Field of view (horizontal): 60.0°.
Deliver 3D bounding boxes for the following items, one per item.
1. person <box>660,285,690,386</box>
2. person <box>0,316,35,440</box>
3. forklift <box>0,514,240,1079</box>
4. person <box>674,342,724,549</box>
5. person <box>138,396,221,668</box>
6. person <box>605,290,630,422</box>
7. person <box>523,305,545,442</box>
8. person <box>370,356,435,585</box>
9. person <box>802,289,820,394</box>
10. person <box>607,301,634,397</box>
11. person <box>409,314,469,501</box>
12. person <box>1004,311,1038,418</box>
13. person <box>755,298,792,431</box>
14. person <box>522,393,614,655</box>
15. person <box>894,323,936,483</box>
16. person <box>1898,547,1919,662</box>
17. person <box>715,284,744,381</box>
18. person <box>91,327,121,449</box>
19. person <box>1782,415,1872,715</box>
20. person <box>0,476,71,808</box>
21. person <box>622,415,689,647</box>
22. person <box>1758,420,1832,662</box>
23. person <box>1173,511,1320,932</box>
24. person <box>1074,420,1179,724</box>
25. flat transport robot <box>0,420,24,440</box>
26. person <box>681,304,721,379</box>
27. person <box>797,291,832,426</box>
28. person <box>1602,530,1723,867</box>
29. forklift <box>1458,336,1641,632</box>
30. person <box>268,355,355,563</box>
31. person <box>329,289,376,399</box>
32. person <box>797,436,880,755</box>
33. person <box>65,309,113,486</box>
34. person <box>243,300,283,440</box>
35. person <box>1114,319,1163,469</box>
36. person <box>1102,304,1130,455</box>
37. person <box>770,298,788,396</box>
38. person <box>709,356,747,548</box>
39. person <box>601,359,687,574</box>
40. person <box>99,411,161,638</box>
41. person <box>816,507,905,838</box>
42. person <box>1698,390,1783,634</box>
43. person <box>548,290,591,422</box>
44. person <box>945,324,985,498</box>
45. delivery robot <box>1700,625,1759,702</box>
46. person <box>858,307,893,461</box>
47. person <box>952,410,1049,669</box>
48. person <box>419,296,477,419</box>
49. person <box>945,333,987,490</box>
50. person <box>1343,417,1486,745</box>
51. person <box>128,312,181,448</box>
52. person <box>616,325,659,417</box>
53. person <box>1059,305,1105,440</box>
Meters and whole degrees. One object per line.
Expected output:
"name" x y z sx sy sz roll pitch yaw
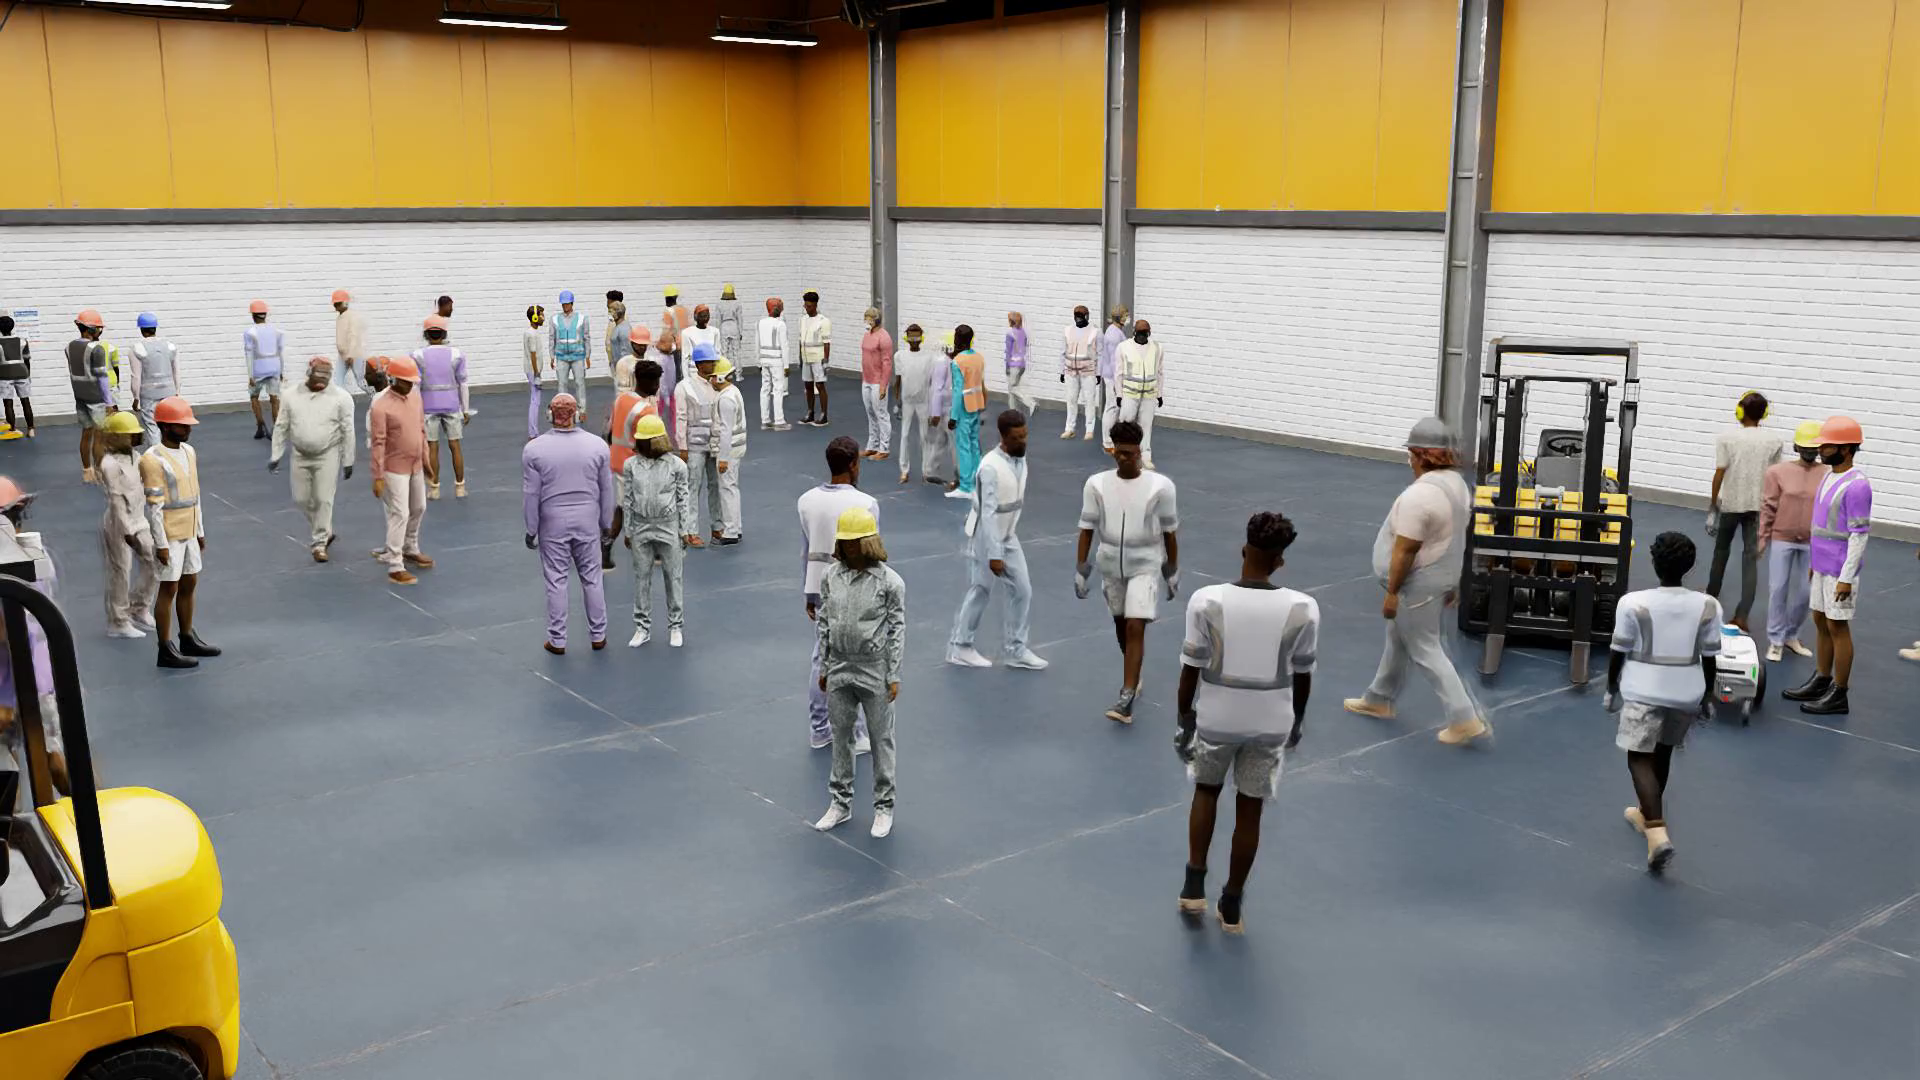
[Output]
"person" -4.566 -3.098 26.500 0.460 1.910 0.619 5 13 24
"person" -12.977 -2.215 22.769 0.319 1.696 0.532 9 15 38
"forklift" -3.687 1.115 5.480 2.313 2.155 1.214 -9 15 -36
"person" -2.423 -0.906 15.827 0.607 1.951 0.378 -10 15 -39
"person" -5.527 -0.058 11.801 0.399 1.928 0.542 1 12 6
"person" -5.001 -2.672 24.322 0.367 1.966 0.606 -6 13 -29
"person" -5.722 -2.232 22.457 0.331 1.863 0.508 -3 12 -15
"person" -4.854 -0.629 14.477 0.600 1.964 0.848 4 12 17
"person" -2.473 -3.323 28.013 0.405 1.774 0.554 -3 12 -14
"person" -4.527 -2.245 22.352 0.357 1.932 0.629 -4 12 -17
"person" -5.695 -1.445 18.214 0.614 2.038 0.396 -5 13 -22
"person" 0.887 -2.586 24.732 0.620 1.626 0.515 7 14 32
"person" -2.663 -2.502 23.699 0.581 1.882 0.339 9 15 37
"person" -2.855 -0.118 12.134 0.654 1.904 0.407 -5 13 -23
"person" -0.519 -1.589 19.352 0.507 1.864 0.331 1 12 4
"person" 7.009 -0.031 11.867 0.506 1.842 0.348 -9 15 -37
"person" -4.155 -3.734 29.990 0.487 1.744 0.312 0 12 0
"person" -11.321 -2.035 21.895 0.536 1.696 0.322 -11 16 -41
"person" 5.599 0.161 10.707 0.377 1.936 0.549 2 12 7
"person" -4.550 0.686 8.029 0.679 2.004 0.769 11 16 43
"person" -2.243 -0.062 12.267 0.493 1.738 0.321 0 12 1
"person" 6.009 0.005 11.915 0.539 1.754 0.422 4 12 19
"person" 1.290 0.815 7.574 0.638 1.931 0.509 1 12 7
"person" 1.068 0.176 10.699 0.635 1.907 1.023 5 13 21
"flat transport robot" -13.583 -1.455 22.559 1.431 0.197 0.652 -10 15 -39
"person" -3.479 -2.233 22.427 0.579 1.878 0.352 -8 14 -34
"person" -2.122 -2.632 24.161 0.606 1.958 0.374 10 15 41
"person" 3.539 0.783 8.359 0.537 1.663 0.818 1 12 3
"forklift" 4.683 -0.471 13.136 1.214 2.155 2.313 4 12 20
"person" -5.924 -0.752 15.258 0.737 1.878 0.578 -1 12 -5
"person" -9.040 -2.754 24.779 0.618 1.965 0.985 9 15 37
"person" -0.725 0.337 9.935 0.593 1.911 0.384 9 15 38
"person" -9.969 -1.632 19.160 0.612 2.030 0.410 6 13 28
"person" -9.480 -2.302 22.653 0.552 1.923 0.500 -11 16 -42
"person" 2.187 -1.769 20.282 0.619 1.837 0.430 -2 12 -10
"person" 2.008 -2.073 21.493 0.359 1.938 0.632 1 12 4
"person" -3.019 -3.205 27.702 0.313 1.636 0.520 -3 12 -15
"person" -2.234 -0.845 15.859 0.403 1.818 0.606 -1 12 -4
"person" -2.905 -0.656 14.773 0.848 1.900 0.636 -6 13 -27
"person" -6.256 -0.107 12.525 0.451 1.731 0.491 2 12 8
"person" -0.526 0.684 8.657 0.484 1.744 0.295 4 12 20
"person" 6.053 -0.247 12.931 0.554 1.825 0.948 2 12 11
"person" -5.741 -2.696 24.480 0.616 1.946 0.392 -1 12 -3
"person" 0.064 -1.422 18.402 0.392 1.920 0.593 6 13 26
"delivery robot" 4.978 0.793 10.787 0.477 0.478 0.707 5 13 22
"person" -1.071 -1.966 20.986 0.372 1.938 0.630 -7 14 -30
"person" 0.284 0.012 11.585 0.841 1.870 0.612 7 14 30
"person" -7.774 -2.696 24.745 0.997 1.844 0.661 0 12 0
"person" 0.044 -1.500 18.928 0.551 1.856 0.500 10 15 40
"person" 2.867 0.204 10.252 1.017 2.000 0.693 9 15 36
"person" -9.601 -1.742 19.870 0.380 1.950 0.605 8 14 34
"person" -3.475 -1.380 18.159 0.368 1.931 0.552 8 14 34
"person" 1.652 -2.293 22.794 0.633 1.842 0.429 5 13 24
